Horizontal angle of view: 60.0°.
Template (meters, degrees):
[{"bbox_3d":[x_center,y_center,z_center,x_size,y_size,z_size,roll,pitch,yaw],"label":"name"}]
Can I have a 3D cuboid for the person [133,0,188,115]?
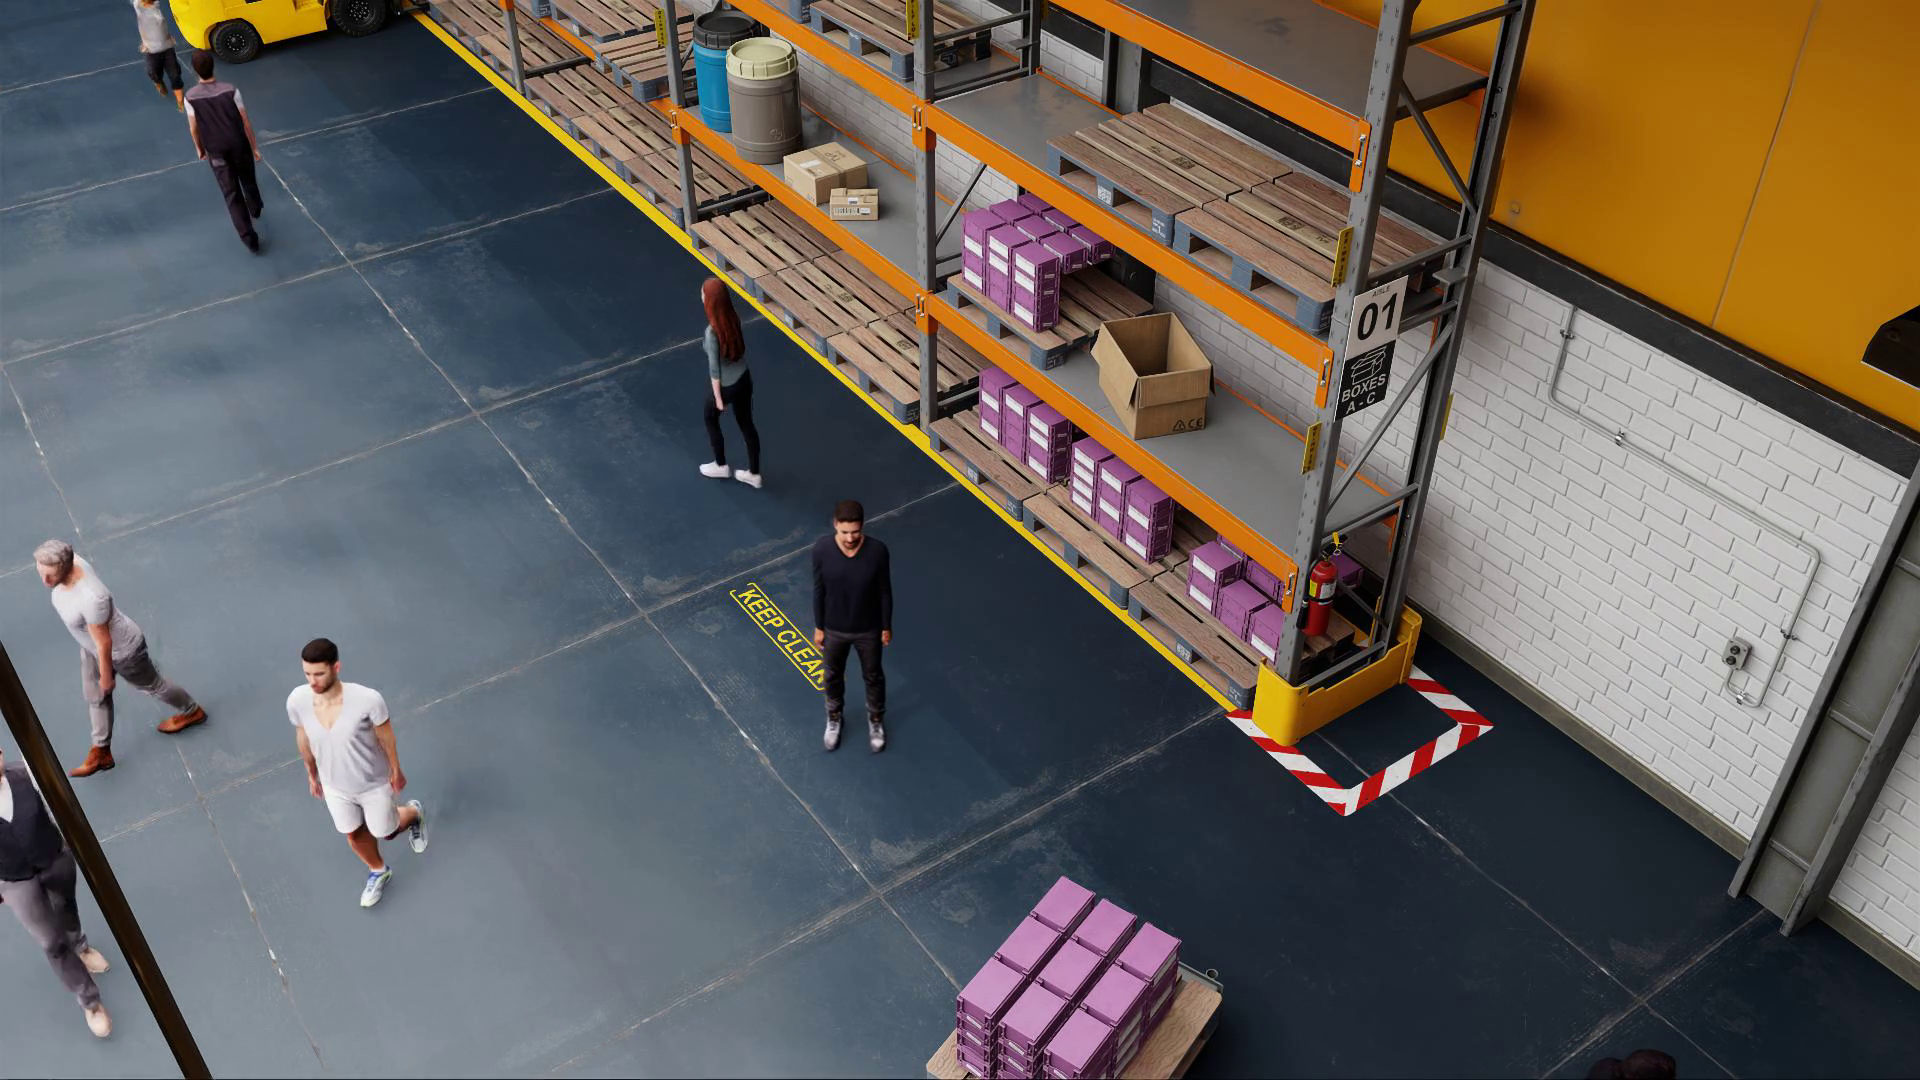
[{"bbox_3d":[-8.567,-5.318,17.678,0.597,1.441,0.938,-27,46,-30],"label":"person"}]

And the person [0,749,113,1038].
[{"bbox_3d":[-4.836,1.633,8.596,1.040,1.914,0.810,27,46,29],"label":"person"}]

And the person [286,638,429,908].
[{"bbox_3d":[-3.305,1.208,9.184,0.946,1.843,1.017,4,39,4],"label":"person"}]

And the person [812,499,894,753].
[{"bbox_3d":[-0.651,0.499,10.055,0.722,1.864,0.752,1,39,1],"label":"person"}]

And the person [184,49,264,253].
[{"bbox_3d":[-6.635,-3.485,15.089,0.833,1.809,1.199,-15,41,-18],"label":"person"}]

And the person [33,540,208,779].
[{"bbox_3d":[-5.031,0.597,10.012,1.002,1.765,1.132,-27,46,-30],"label":"person"}]

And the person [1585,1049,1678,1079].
[{"bbox_3d":[2.784,2.780,7.284,0.837,1.758,0.731,-3,39,-4],"label":"person"}]

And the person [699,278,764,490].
[{"bbox_3d":[-1.610,-1.103,12.175,0.846,1.721,0.734,22,44,25],"label":"person"}]
